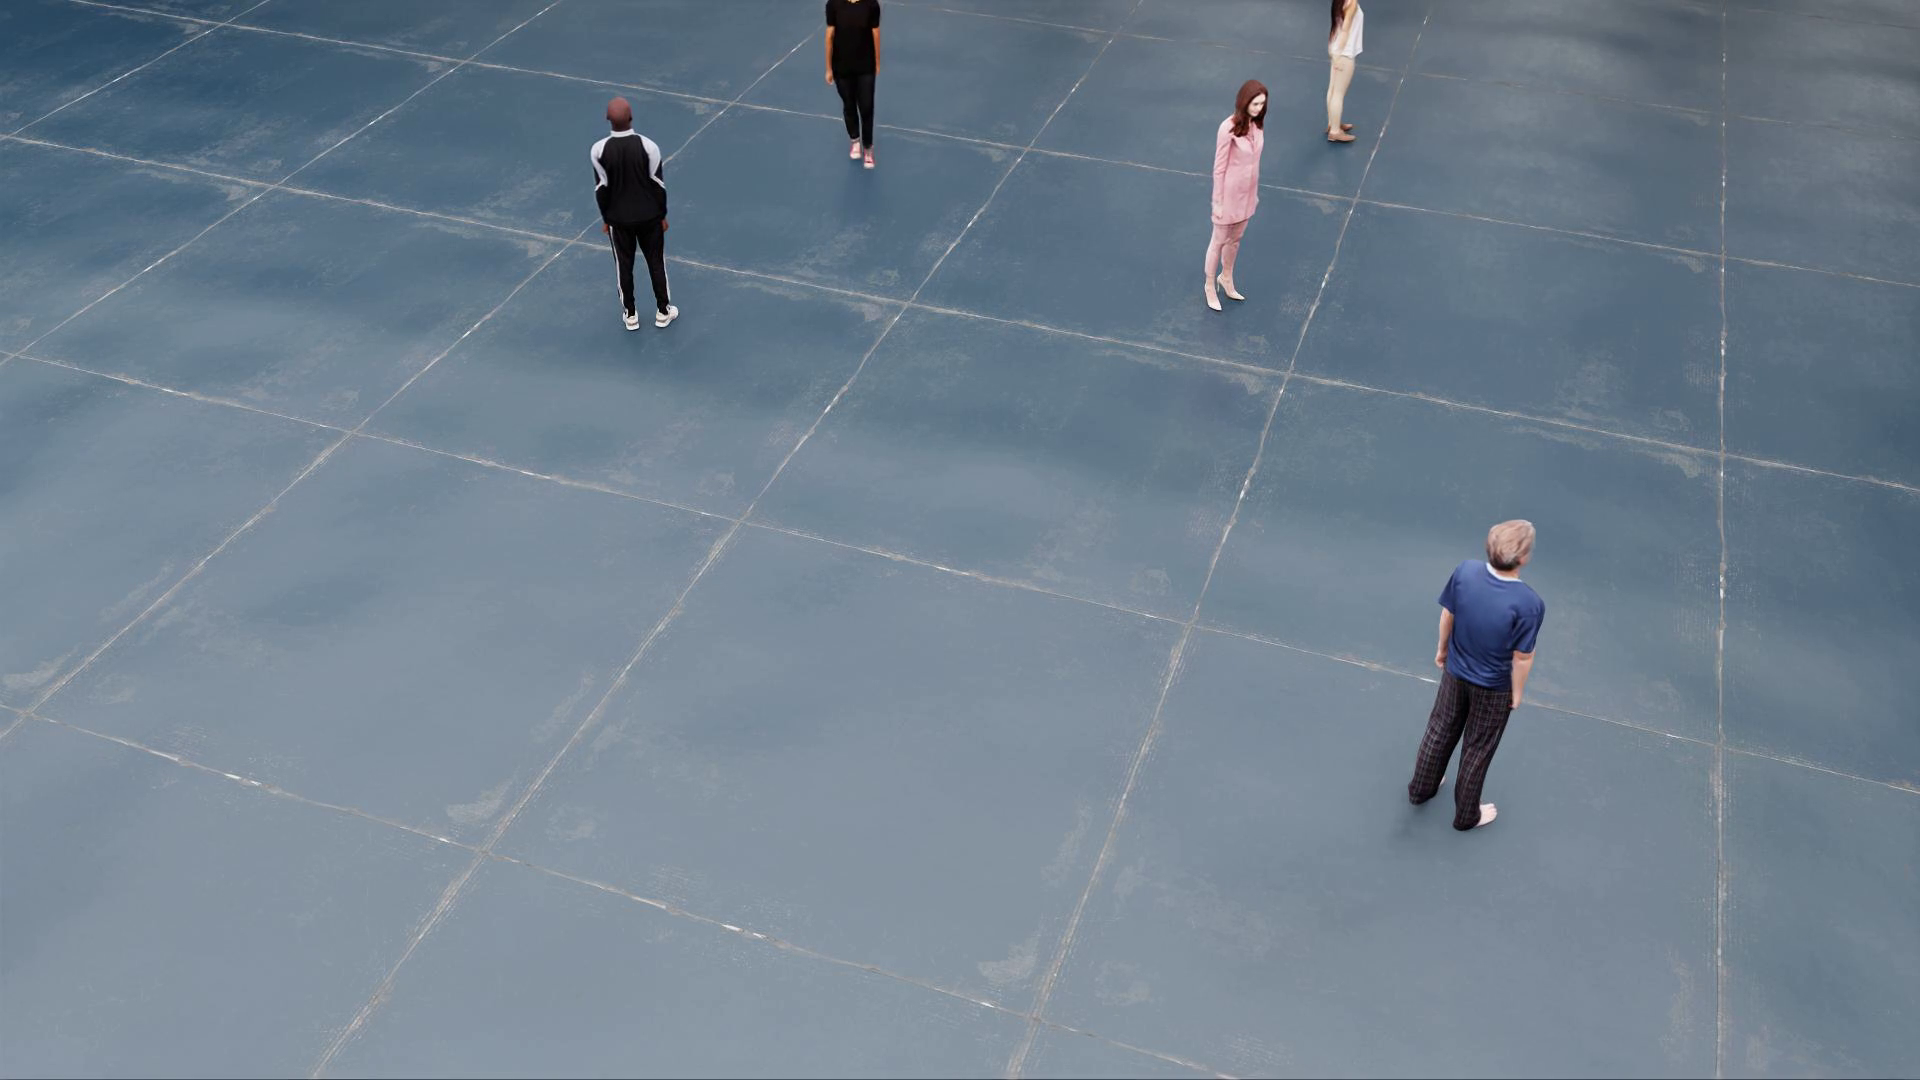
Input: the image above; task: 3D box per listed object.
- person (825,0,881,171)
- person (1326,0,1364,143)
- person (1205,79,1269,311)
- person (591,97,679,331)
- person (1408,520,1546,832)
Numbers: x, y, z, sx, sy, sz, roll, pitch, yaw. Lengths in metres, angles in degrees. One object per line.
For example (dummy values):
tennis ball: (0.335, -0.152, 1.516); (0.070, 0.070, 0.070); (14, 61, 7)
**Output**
person: (-0.934, -4.194, 14.607); (0.775, 1.741, 0.880); (1, 38, 1)
person: (3.434, -4.395, 14.935); (0.690, 1.652, 0.634); (-15, 40, -18)
person: (2.063, -2.613, 12.537); (0.651, 1.802, 0.753); (-24, 44, -28)
person: (-2.400, -2.393, 12.234); (0.734, 1.828, 0.714); (-4, 38, -5)
person: (2.586, 0.670, 8.285); (0.716, 1.871, 0.738); (-29, 47, -32)
